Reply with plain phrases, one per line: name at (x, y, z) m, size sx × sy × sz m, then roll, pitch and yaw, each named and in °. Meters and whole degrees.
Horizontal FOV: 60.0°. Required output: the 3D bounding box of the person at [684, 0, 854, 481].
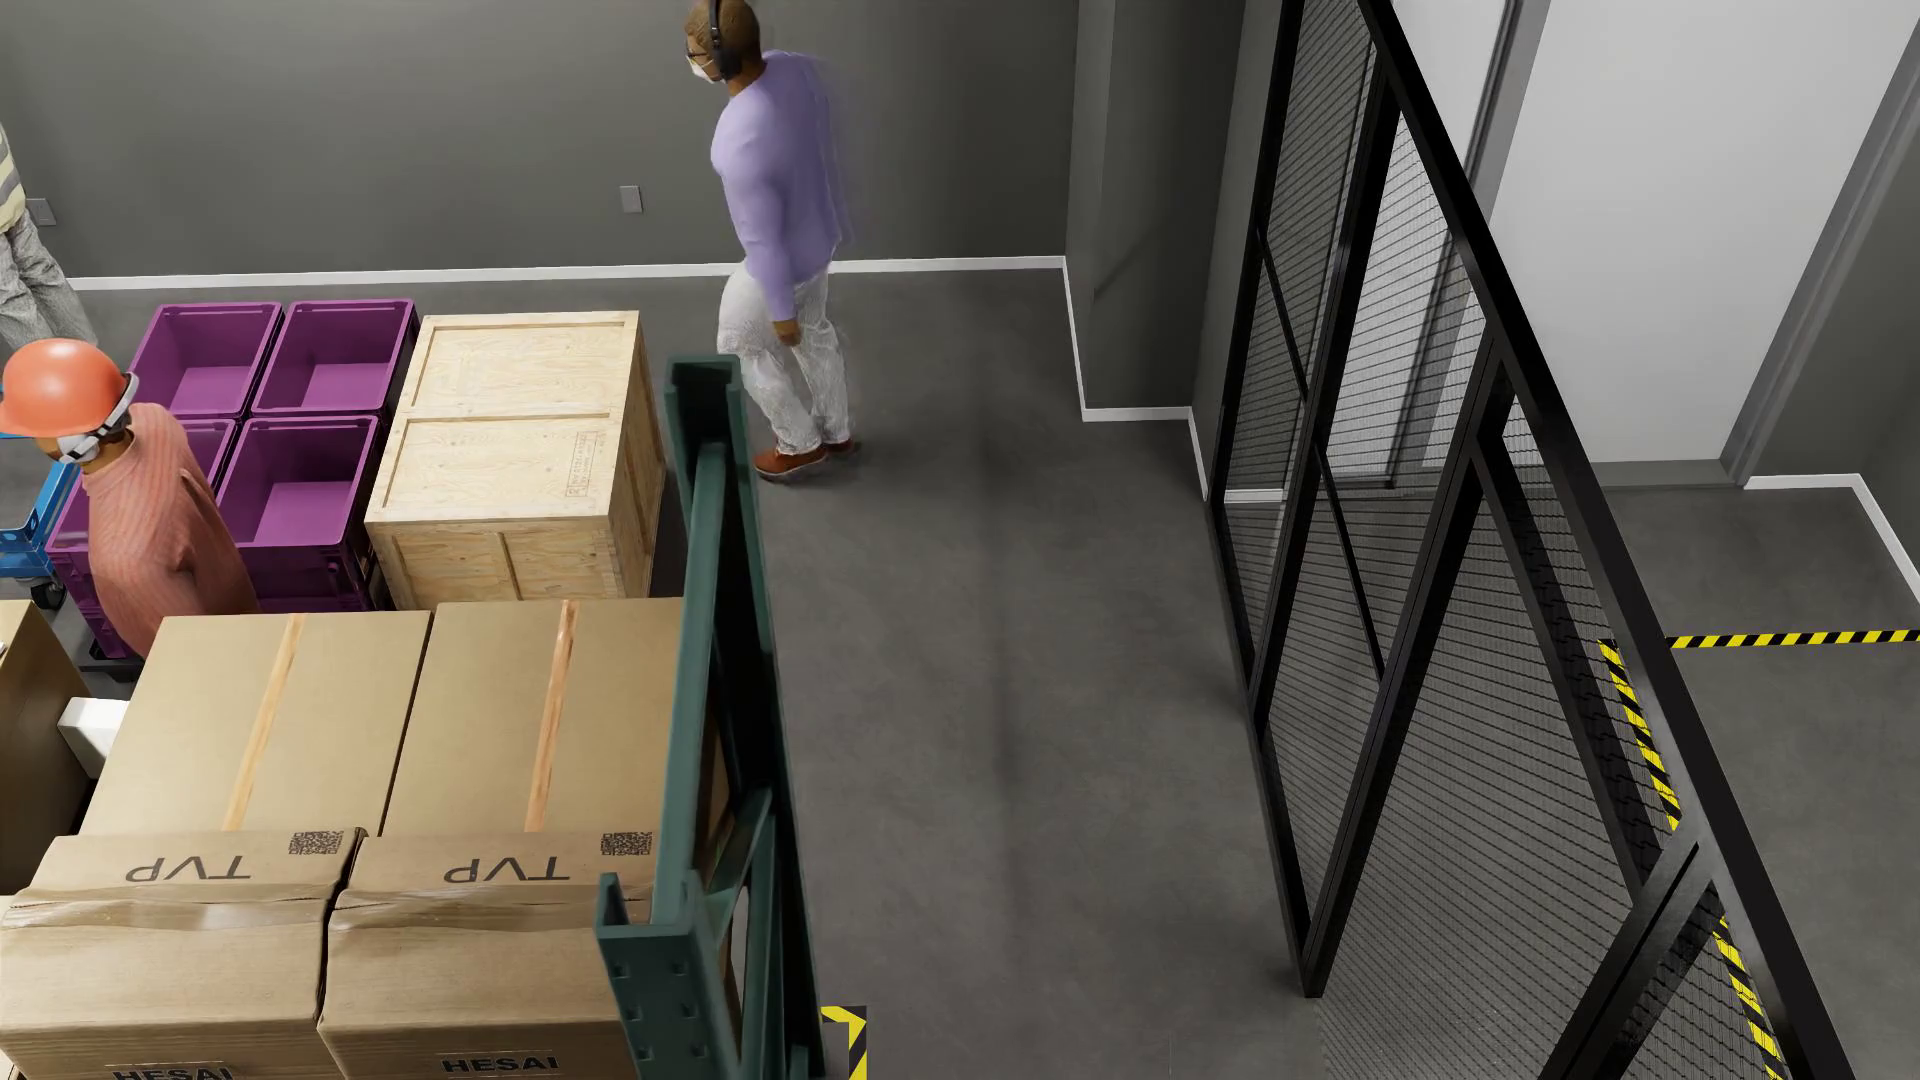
person at (-0.628, -0.980, 5.715) m, size 0.503 × 1.911 × 0.634 m, roll 10°, pitch 47°, yaw 10°

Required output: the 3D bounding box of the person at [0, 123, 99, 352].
person at (-3.558, -1.188, 5.962) m, size 0.404 × 1.831 × 0.601 m, roll 1°, pitch 46°, yaw 0°

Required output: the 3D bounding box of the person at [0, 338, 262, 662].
person at (-2.053, 0.257, 4.473) m, size 0.386 × 1.992 × 0.624 m, roll -12°, pitch 48°, yaw -11°
